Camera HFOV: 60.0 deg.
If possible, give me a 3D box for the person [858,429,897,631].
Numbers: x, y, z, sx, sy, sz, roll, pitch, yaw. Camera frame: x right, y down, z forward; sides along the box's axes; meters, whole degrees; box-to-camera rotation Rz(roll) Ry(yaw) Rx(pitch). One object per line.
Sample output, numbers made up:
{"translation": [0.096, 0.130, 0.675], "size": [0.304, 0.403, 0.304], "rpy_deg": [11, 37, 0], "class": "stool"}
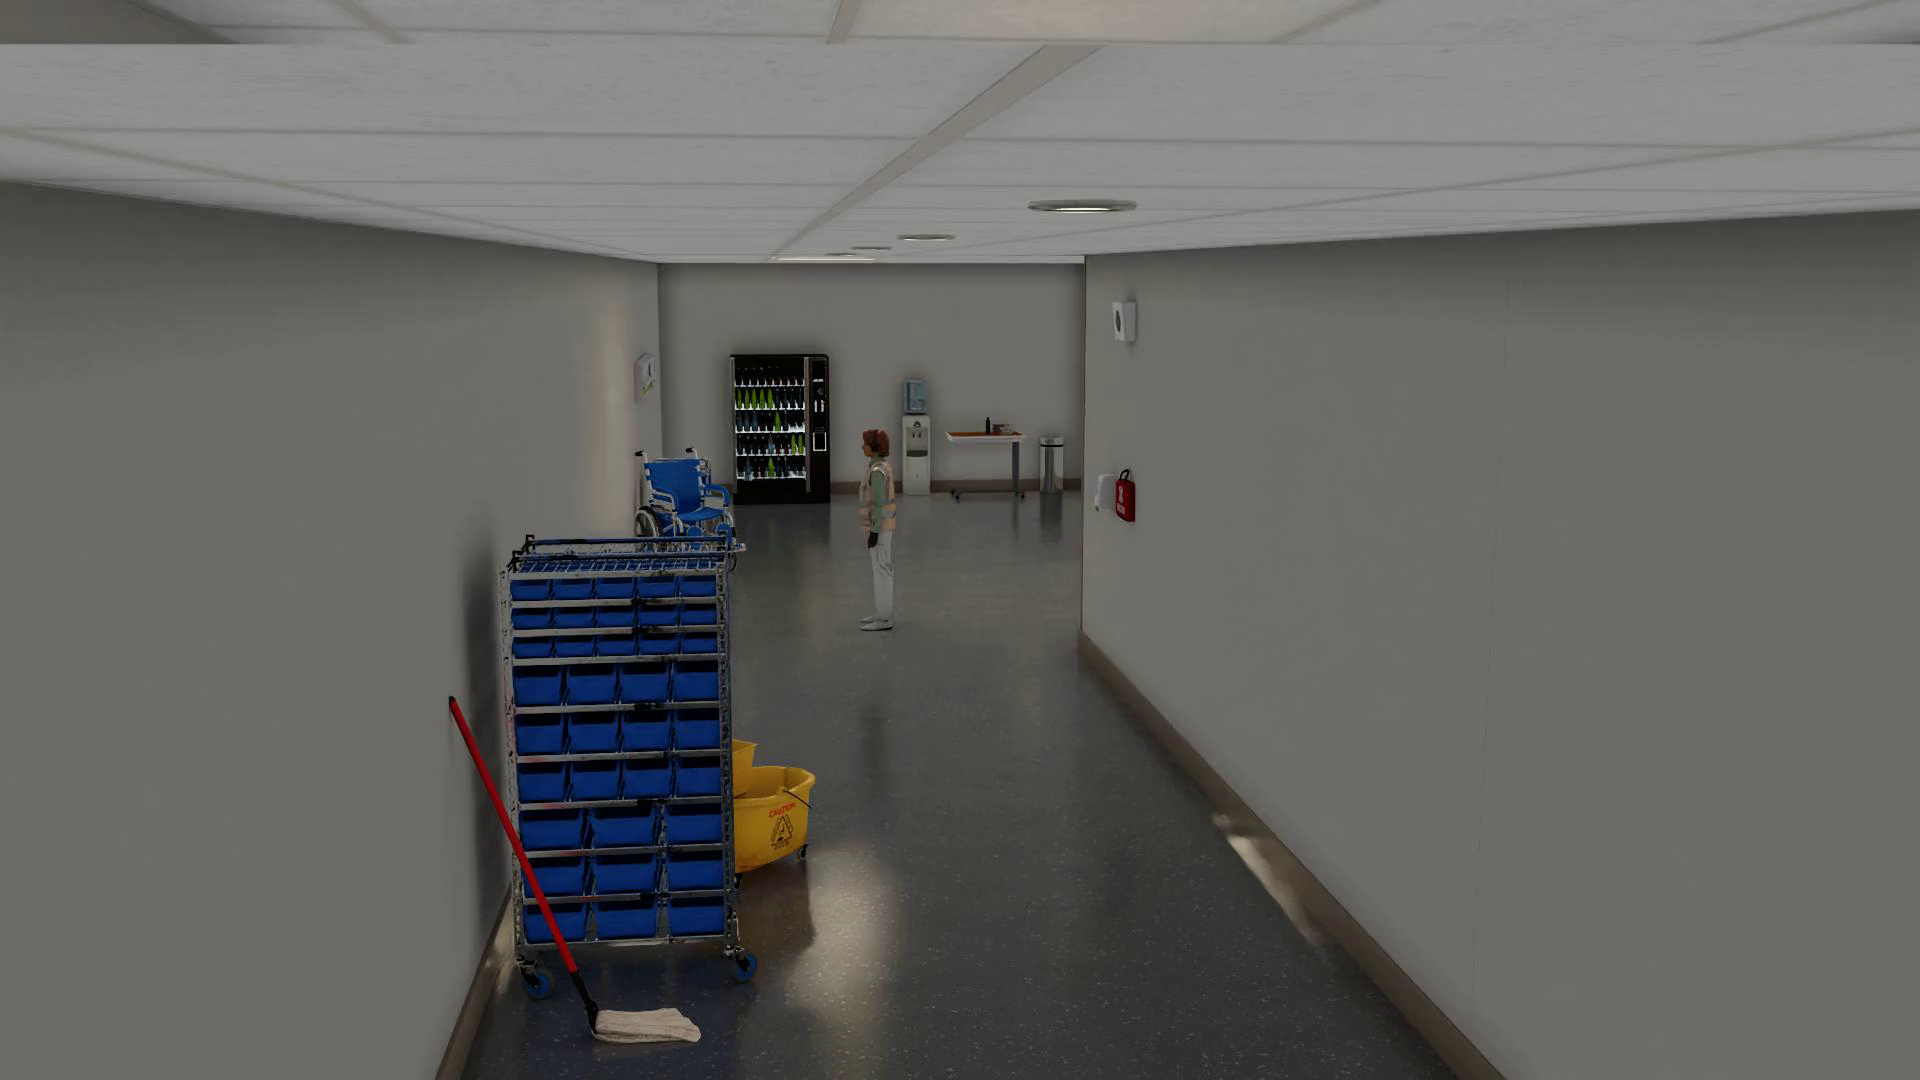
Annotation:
{"translation": [-0.668, -0.085, 13.499], "size": [0.309, 1.641, 0.514], "rpy_deg": [0, 9, 0], "class": "person"}
